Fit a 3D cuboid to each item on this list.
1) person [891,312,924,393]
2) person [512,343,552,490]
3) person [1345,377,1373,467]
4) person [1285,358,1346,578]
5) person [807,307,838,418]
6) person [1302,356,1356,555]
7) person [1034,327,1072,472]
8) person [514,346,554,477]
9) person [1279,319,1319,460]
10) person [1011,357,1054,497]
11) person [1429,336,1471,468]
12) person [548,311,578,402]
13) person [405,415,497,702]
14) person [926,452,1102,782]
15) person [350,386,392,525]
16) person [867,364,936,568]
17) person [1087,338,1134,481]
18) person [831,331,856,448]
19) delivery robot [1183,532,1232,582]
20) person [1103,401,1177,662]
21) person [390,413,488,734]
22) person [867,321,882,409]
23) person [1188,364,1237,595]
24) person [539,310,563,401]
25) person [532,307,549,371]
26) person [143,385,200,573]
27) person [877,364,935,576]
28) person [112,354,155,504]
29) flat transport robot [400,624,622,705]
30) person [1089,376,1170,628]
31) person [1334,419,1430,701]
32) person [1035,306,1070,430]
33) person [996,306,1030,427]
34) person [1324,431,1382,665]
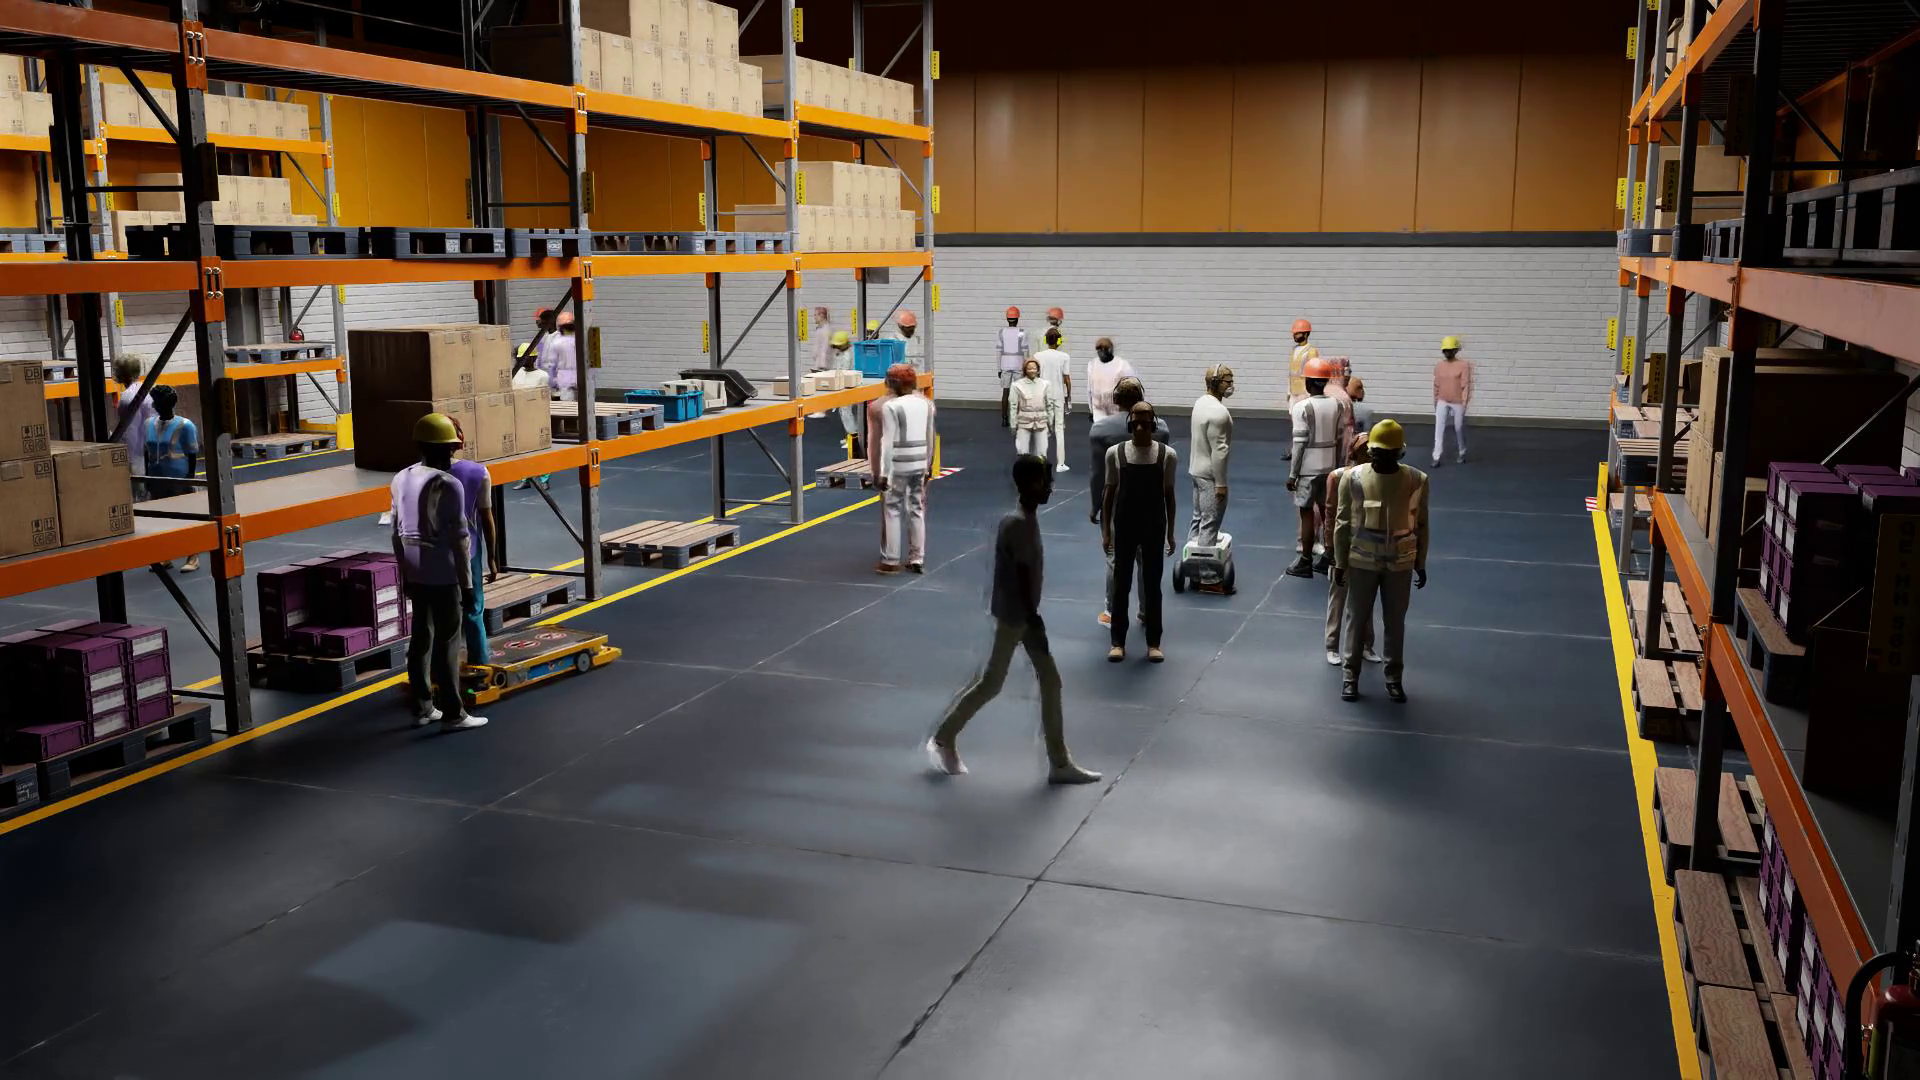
[{"bbox_3d":[-0.800,-2.319,24.117,0.924,1.965,0.645,9,13,40],"label":"person"},{"bbox_3d":[-5.121,-1.462,19.826,0.531,1.768,0.311,3,10,15],"label":"person"},{"bbox_3d":[3.985,-0.855,16.876,0.519,1.587,0.835,8,13,39],"label":"person"},{"bbox_3d":[3.116,-0.631,14.662,0.542,1.939,0.359,-5,11,-28],"label":"person"},{"bbox_3d":[-2.306,-3.004,28.156,0.526,1.889,0.655,-1,10,-7],"label":"person"},{"bbox_3d":[3.654,-0.798,15.791,0.891,1.862,0.692,-1,10,-4],"label":"person"},{"bbox_3d":[1.190,-1.809,21.490,0.534,1.869,0.311,3,10,15],"label":"person"},{"bbox_3d":[-5.382,-1.594,20.807,0.552,1.668,0.701,1,10,6],"label":"person"},{"bbox_3d":[4.580,-2.007,22.412,0.355,1.939,0.544,-4,11,-23],"label":"person"},{"bbox_3d":[0.836,-1.309,19.346,0.516,1.636,0.314,-2,10,-12],"label":"person"},{"bbox_3d":[6.531,-1.840,22.061,0.527,1.731,0.872,7,12,35],"label":"person"},{"bbox_3d":[-5.466,-2.216,23.443,0.615,2.003,1.018,-9,13,-40],"label":"person"},{"bbox_3d":[-3.262,0.126,10.657,0.567,1.846,0.389,-2,10,-10],"label":"person"},{"bbox_3d":[0.272,0.424,9.096,0.971,1.808,0.557,3,11,17],"label":"person"},{"bbox_3d":[-6.117,-1.136,17.724,0.607,1.877,0.892,1,10,4],"label":"person"},{"bbox_3d":[-0.530,-0.678,15.181,0.642,1.857,1.022,-1,10,-6],"label":"person"},{"bbox_3d":[1.906,-1.627,20.744,0.719,1.785,0.984,5,11,27],"label":"person"},{"bbox_3d":[-1.671,-2.169,23.983,0.434,1.699,0.566,-3,10,-15],"label":"person"},{"bbox_3d":[2.116,0.093,14.203,0.477,0.478,0.707,3,10,16],"label":"delivery robot"},{"bbox_3d":[1.261,-0.056,11.685,0.514,1.844,0.333,1,10,4],"label":"person"},{"bbox_3d":[-3.146,0.197,10.028,0.593,1.925,0.384,6,12,31],"label":"person"},{"bbox_3d":[-1.363,-2.515,25.782,0.327,1.760,0.523,-4,11,-22],"label":"person"},{"bbox_3d":[2.119,-0.513,14.007,0.379,1.937,0.629,-1,10,-7],"label":"person"},{"bbox_3d":[-6.131,-2.497,25.113,0.379,1.959,0.603,-5,11,-26],"label":"person"},{"bbox_3d":[-6.686,-2.792,26.880,0.562,1.918,0.427,8,13,38],"label":"person"},{"bbox_3d":[-7.061,-0.547,14.880,0.532,1.693,0.319,2,10,11],"label":"person"},{"bbox_3d":[-0.459,-0.621,14.777,0.610,1.874,0.374,-9,13,-41],"label":"person"},{"bbox_3d":[-7.690,-0.810,15.753,0.876,1.916,0.631,-4,11,-20],"label":"person"},{"bbox_3d":[-3.000,0.815,11.215,0.652,0.197,1.431,5,11,27],"label":"flat transport robot"},{"bbox_3d":[1.279,-0.285,12.712,0.630,1.940,0.373,-2,10,-11],"label":"person"},{"bbox_3d":[2.700,0.134,10.664,0.600,1.825,0.404,1,10,6],"label":"person"},{"bbox_3d":[1.418,-2.667,26.048,0.622,1.970,0.808,5,11,25],"label":"person"},{"bbox_3d":[0.855,-2.782,26.768,0.545,1.942,0.353,3,10,14],"label":"person"},{"bbox_3d":[2.784,0.057,11.632,0.514,1.640,0.310,-2,10,-11],"label":"person"}]
